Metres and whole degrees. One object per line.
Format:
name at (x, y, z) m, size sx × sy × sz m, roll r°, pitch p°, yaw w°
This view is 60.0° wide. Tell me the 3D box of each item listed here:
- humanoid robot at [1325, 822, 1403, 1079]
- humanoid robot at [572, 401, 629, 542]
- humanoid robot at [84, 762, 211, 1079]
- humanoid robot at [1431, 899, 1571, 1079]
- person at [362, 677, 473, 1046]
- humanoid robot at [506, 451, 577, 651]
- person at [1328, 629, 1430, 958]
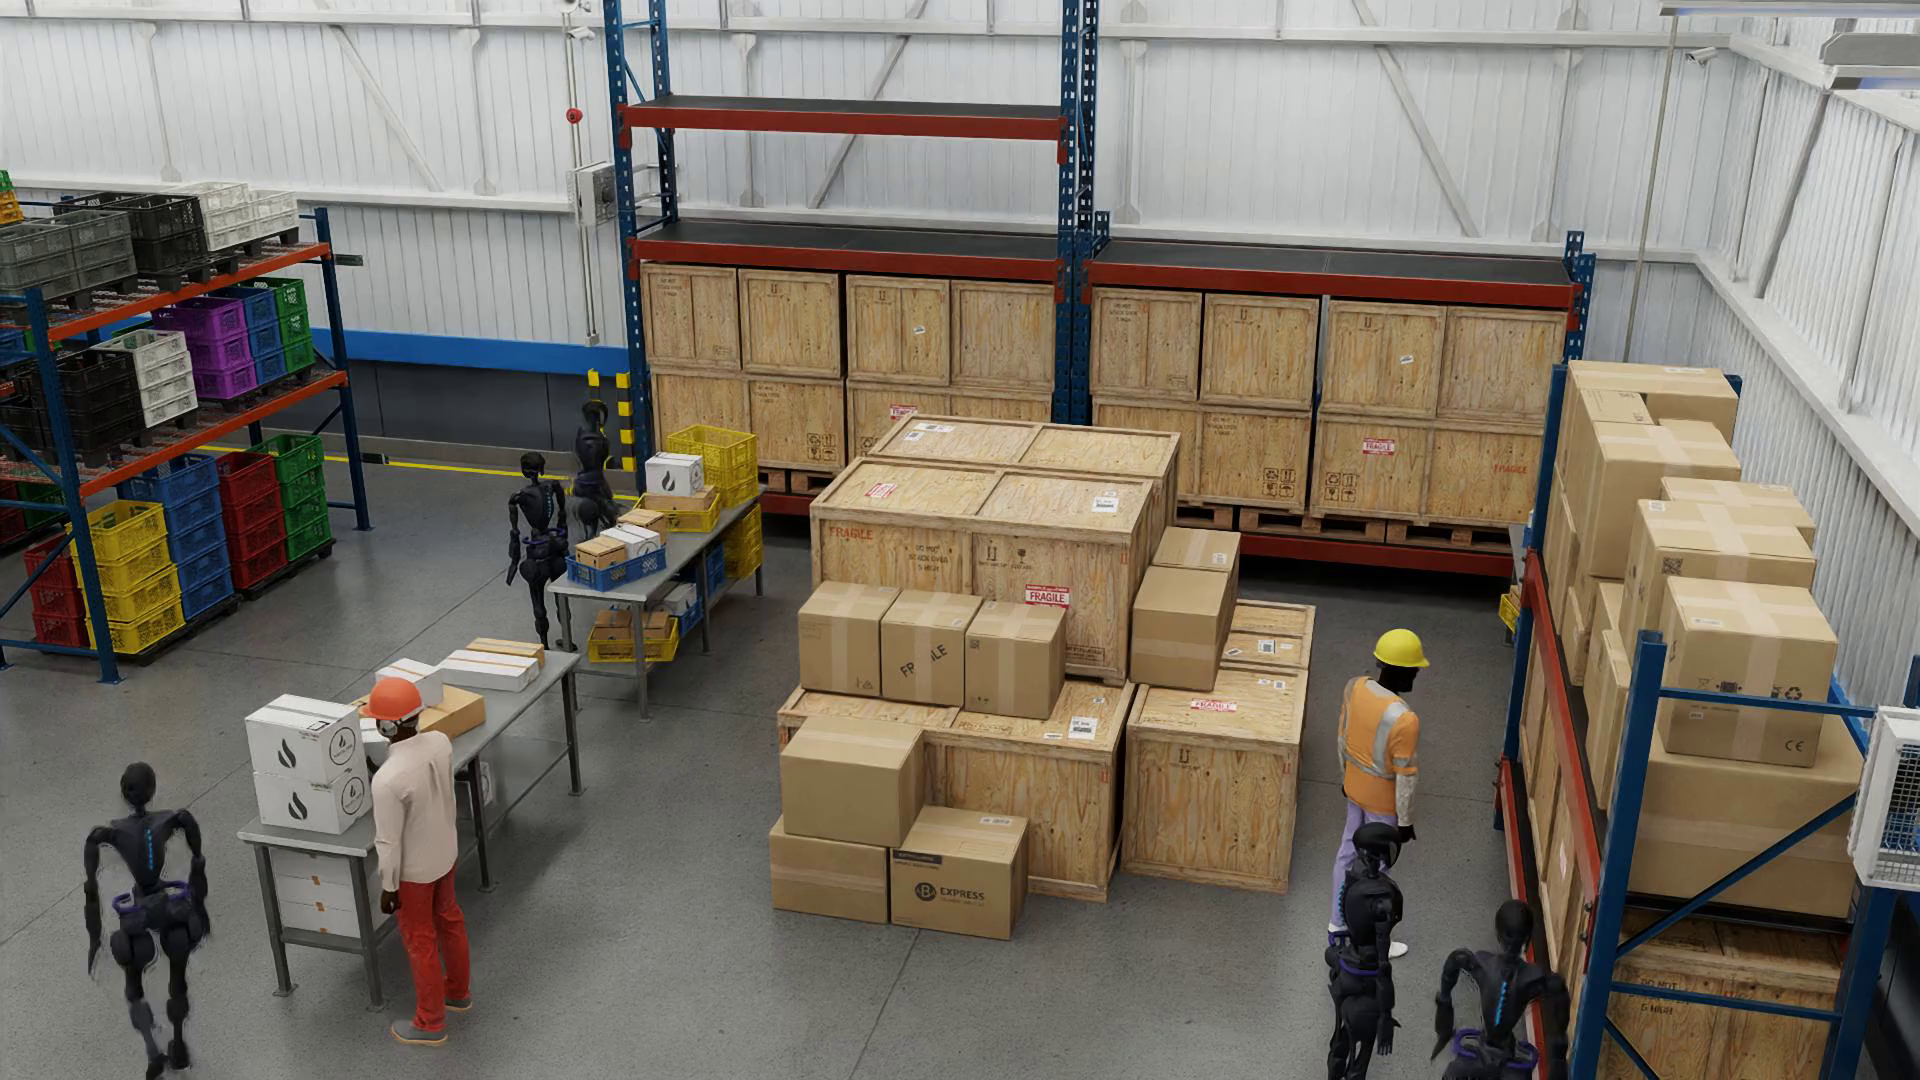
humanoid robot at (1.877, 2.046, 7.698) m, size 0.329 × 1.659 × 0.583 m, roll -1°, pitch 21°, yaw -4°
humanoid robot at (-3.036, -0.376, 14.061) m, size 0.582 × 1.639 × 0.592 m, roll 0°, pitch 21°, yaw -1°
humanoid robot at (-3.974, 1.885, 8.157) m, size 0.619 × 1.630 × 0.449 m, roll -15°, pitch 25°, yaw -33°
humanoid robot at (2.298, 2.281, 7.108) m, size 0.630 × 1.636 × 0.429 m, roll 10°, pitch 23°, yaw 24°
person at (-2.746, 1.614, 8.428) m, size 0.395 × 1.990 × 0.620 m, roll 5°, pitch 21°, yaw 13°
humanoid robot at (-3.215, 0.110, 12.765) m, size 0.327 × 1.657 × 0.589 m, roll 14°, pitch 25°, yaw 31°
person at (2.298, 1.379, 9.120) m, size 0.378 × 1.923 × 0.590 m, roll -8°, pitch 22°, yaw -21°
